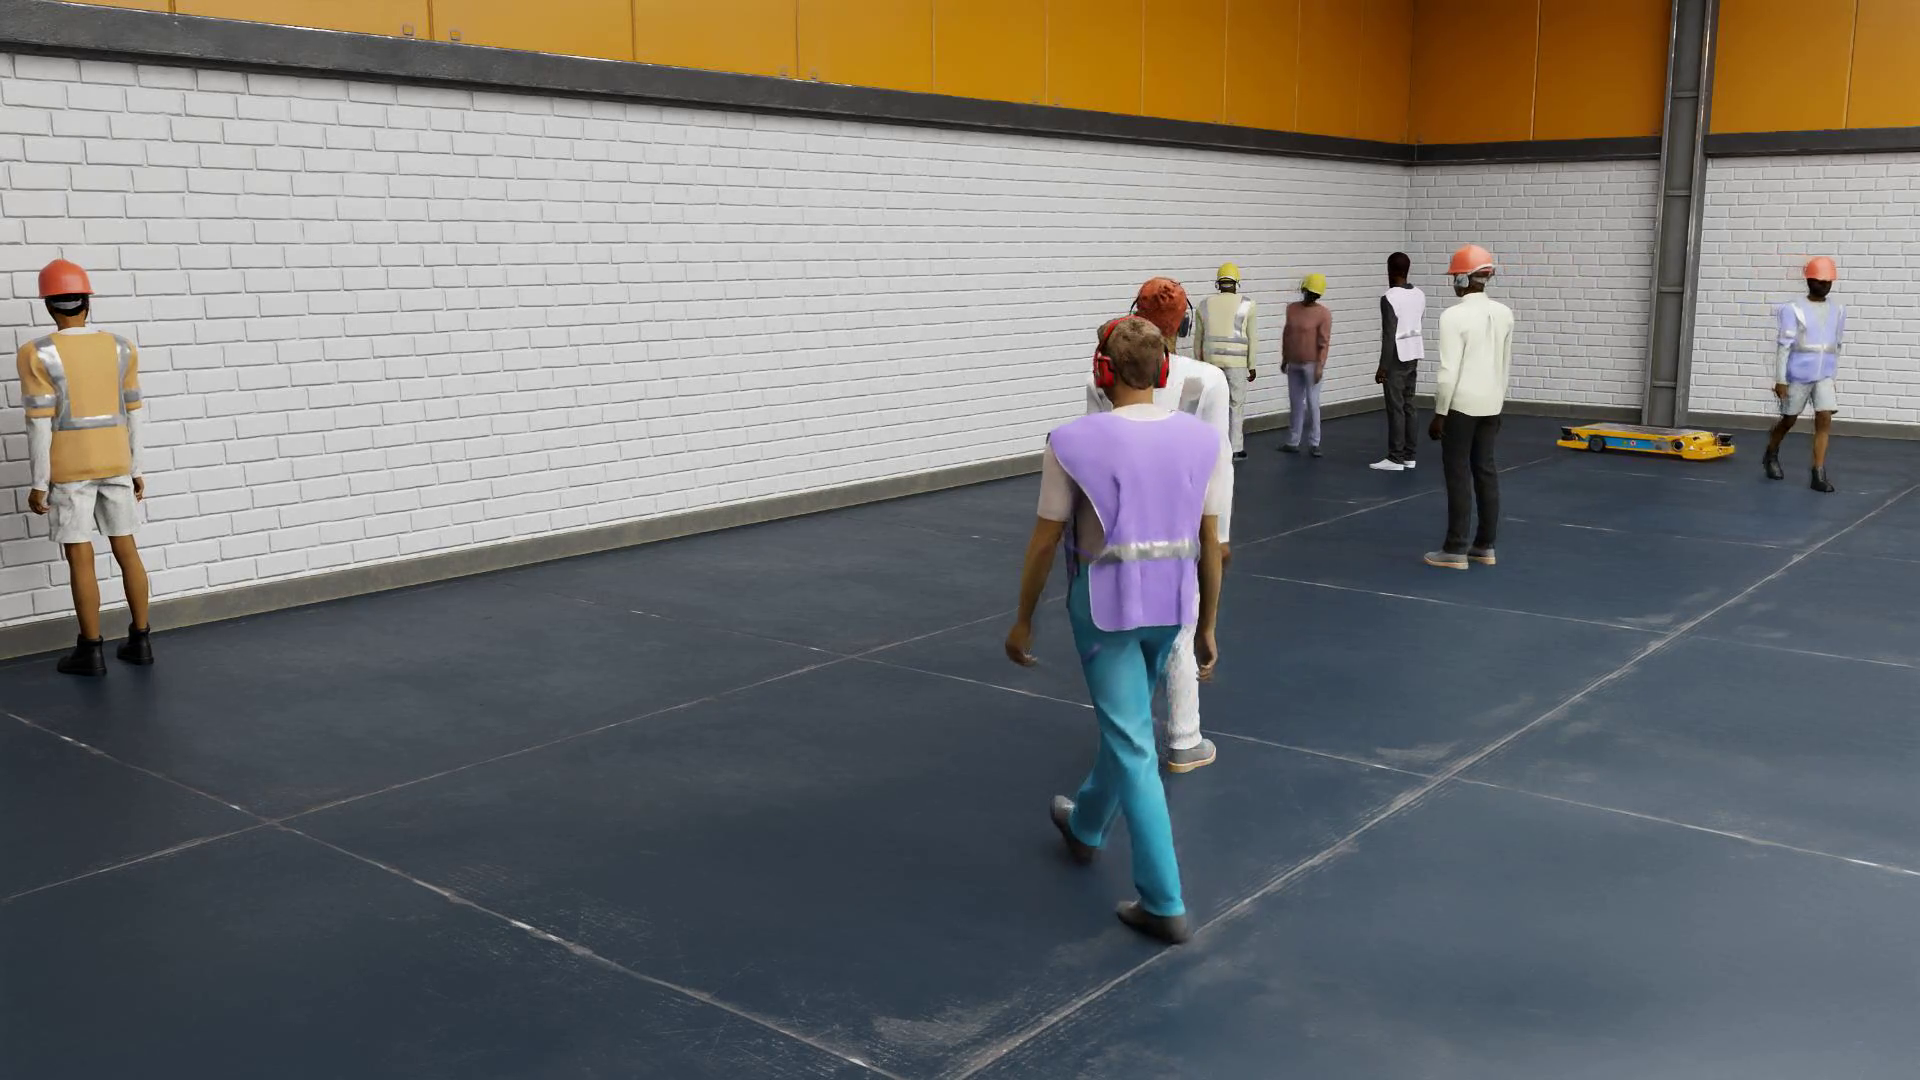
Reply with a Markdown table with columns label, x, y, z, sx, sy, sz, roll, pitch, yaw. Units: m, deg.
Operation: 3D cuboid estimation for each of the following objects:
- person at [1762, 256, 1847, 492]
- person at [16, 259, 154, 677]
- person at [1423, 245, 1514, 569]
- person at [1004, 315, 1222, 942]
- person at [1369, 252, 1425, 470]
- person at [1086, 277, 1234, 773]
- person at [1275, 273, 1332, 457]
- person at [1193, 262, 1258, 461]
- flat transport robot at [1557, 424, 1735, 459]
| label | x | y | z | sx | sy | sz | roll | pitch | yaw |
| --- | --- | --- | --- | --- | --- | --- | --- | --- | --- |
| person | 6.953 | -1.381 | 13.687 | 0.556 | 1.903 | 0.938 | 0 | 10 | 0 |
| person | -4.087 | -0.331 | 7.761 | 0.376 | 1.934 | 0.547 | 7 | 12 | 35 |
| person | 3.139 | -0.820 | 10.307 | 0.622 | 1.990 | 0.402 | -7 | 12 | -33 |
| person | 0.461 | 0.229 | 5.030 | 0.595 | 1.793 | 0.960 | -5 | 11 | -26 |
| person | 3.881 | -1.569 | 14.673 | 0.391 | 1.915 | 0.590 | 10 | 14 | 44 |
| person | 0.758 | -0.050 | 6.344 | 0.583 | 1.883 | 0.350 | 5 | 11 | 25 |
| person | 3.188 | -1.646 | 15.649 | 0.338 | 1.720 | 0.683 | -8 | 13 | -38 |
| person | 2.456 | -1.646 | 15.395 | 0.609 | 1.821 | 0.415 | 5 | 11 | 27 |
| flat transport robot | 6.509 | -0.952 | 15.812 | 0.652 | 0.197 | 1.431 | -10 | 14 | -43 |
